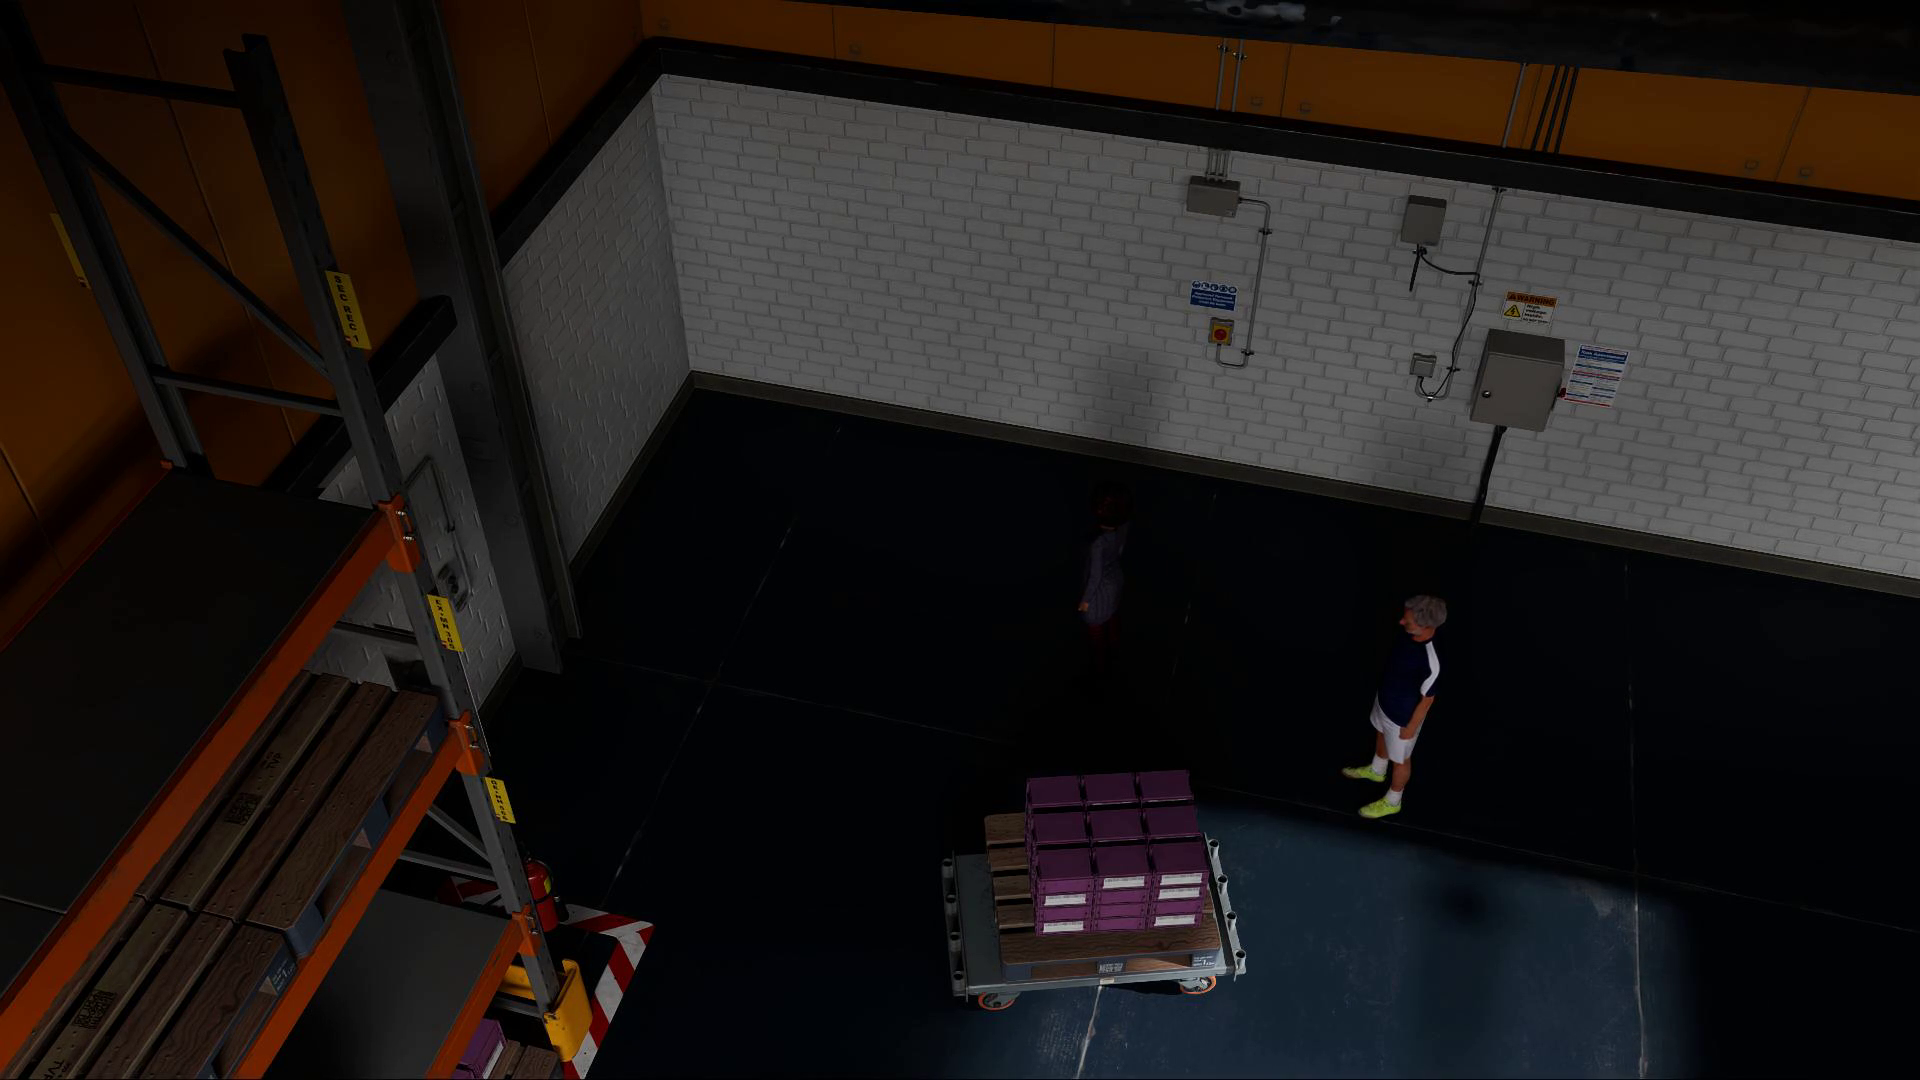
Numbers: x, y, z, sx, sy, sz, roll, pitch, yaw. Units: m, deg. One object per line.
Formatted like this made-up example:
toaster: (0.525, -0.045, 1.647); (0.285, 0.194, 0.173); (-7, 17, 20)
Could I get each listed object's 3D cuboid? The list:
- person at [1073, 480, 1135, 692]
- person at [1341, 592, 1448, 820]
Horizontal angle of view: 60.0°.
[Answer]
person: (0.926, 0.297, 10.718); (0.714, 1.710, 0.557); (25, 49, 24)
person: (2.645, 0.960, 9.934); (0.772, 1.832, 0.634); (-6, 44, -6)
